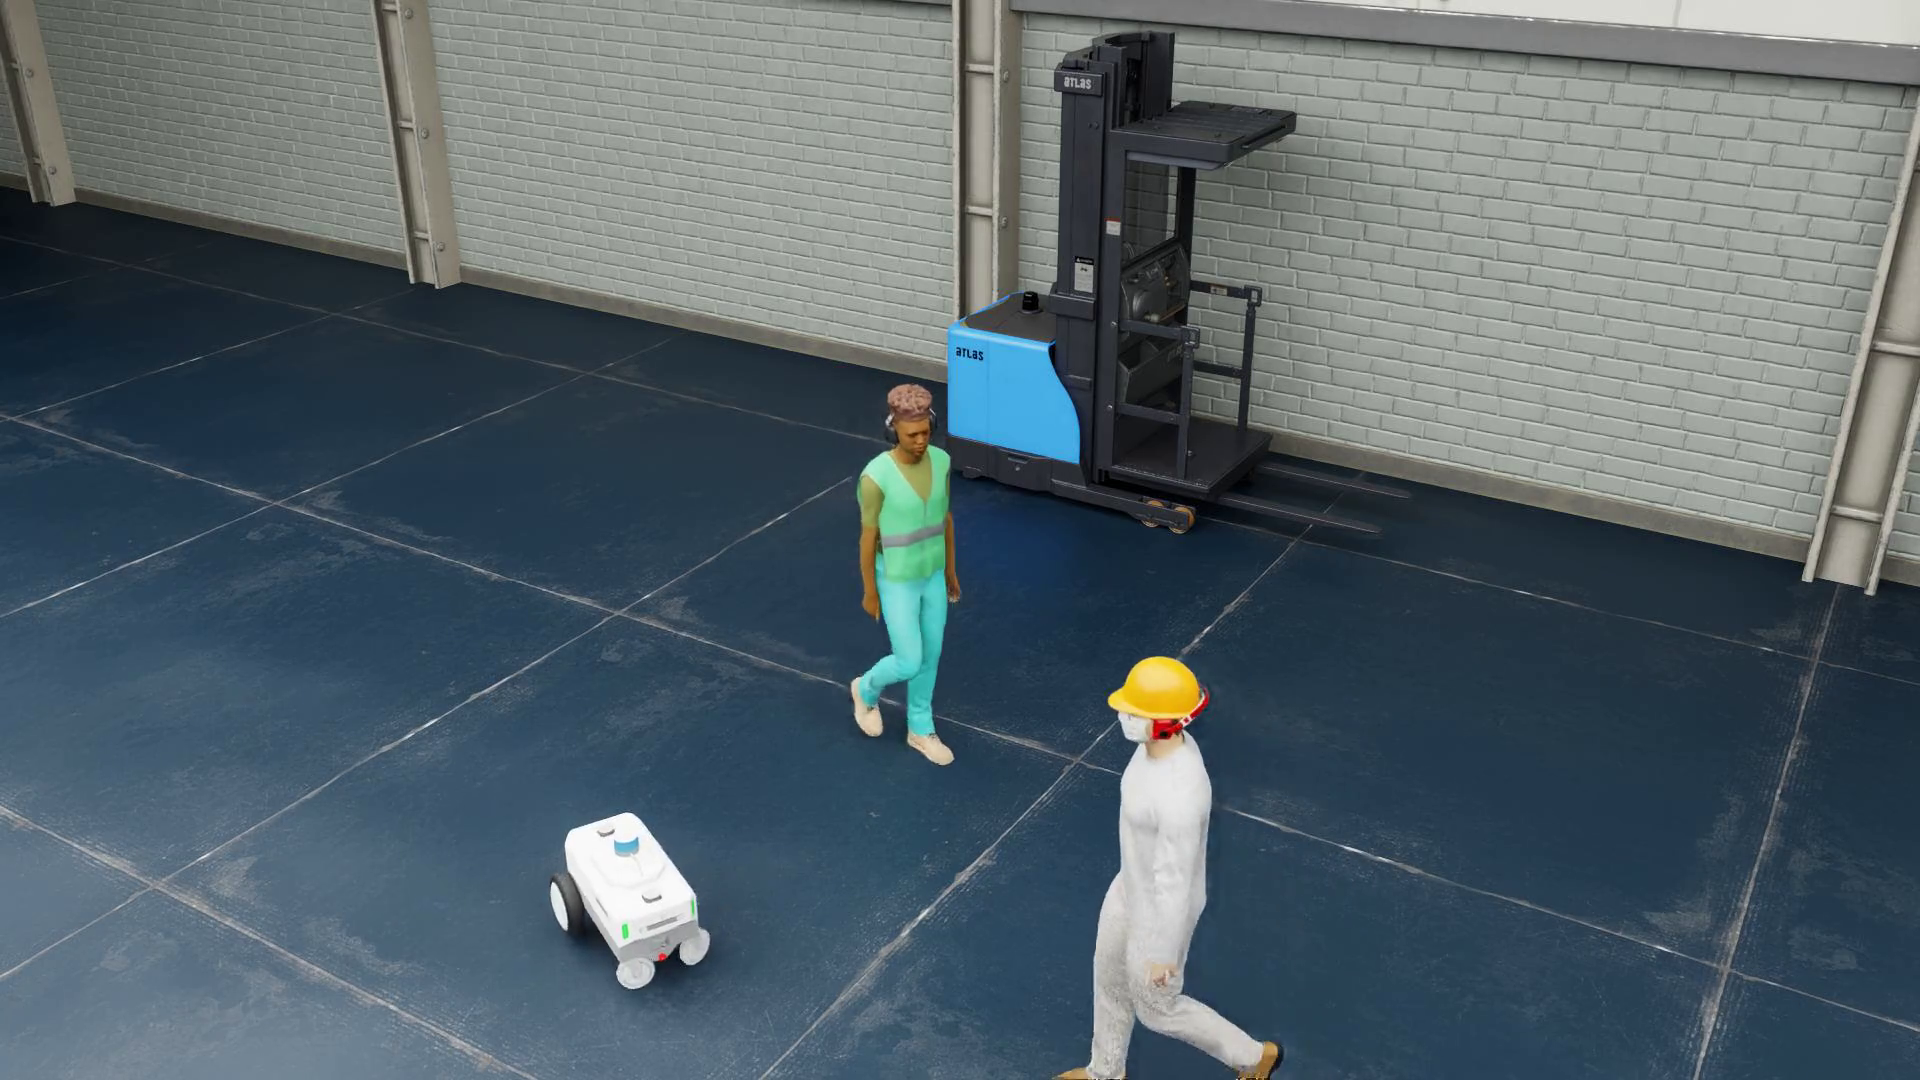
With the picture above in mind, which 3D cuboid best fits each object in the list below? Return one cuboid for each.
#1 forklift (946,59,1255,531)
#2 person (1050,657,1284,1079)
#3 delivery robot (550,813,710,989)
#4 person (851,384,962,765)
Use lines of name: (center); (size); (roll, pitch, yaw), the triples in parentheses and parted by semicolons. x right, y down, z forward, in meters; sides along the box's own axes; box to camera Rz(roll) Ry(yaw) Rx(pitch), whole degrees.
forklift: (0.933, -1.707, 10.833); (1.873, 2.768, 1.129); (15, 29, 28)
person: (0.739, 1.235, 5.777); (0.755, 1.869, 0.574); (-1, 25, -3)
delivery robot: (-1.358, 1.450, 6.879); (0.525, 0.614, 0.786); (-14, 29, -28)
person: (-0.253, 0.164, 7.935); (0.494, 1.964, 0.506); (-22, 33, -38)
